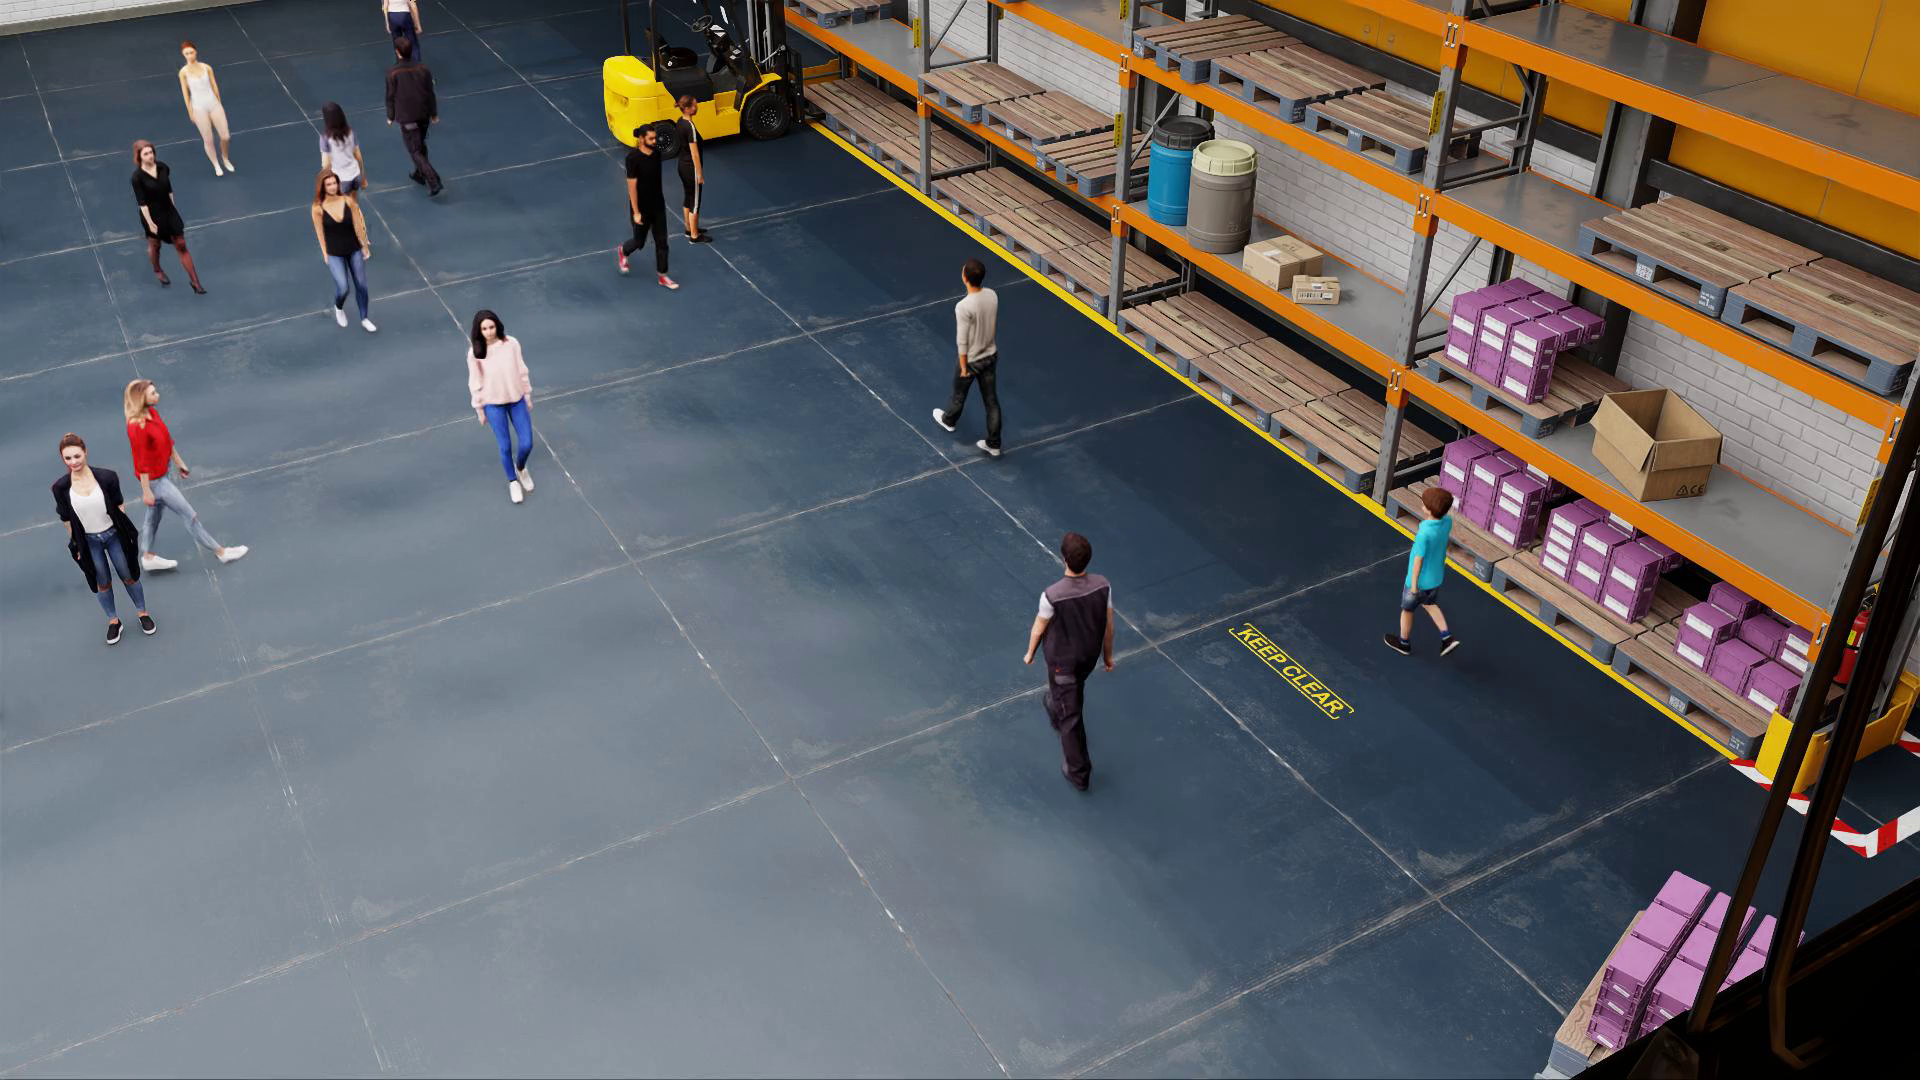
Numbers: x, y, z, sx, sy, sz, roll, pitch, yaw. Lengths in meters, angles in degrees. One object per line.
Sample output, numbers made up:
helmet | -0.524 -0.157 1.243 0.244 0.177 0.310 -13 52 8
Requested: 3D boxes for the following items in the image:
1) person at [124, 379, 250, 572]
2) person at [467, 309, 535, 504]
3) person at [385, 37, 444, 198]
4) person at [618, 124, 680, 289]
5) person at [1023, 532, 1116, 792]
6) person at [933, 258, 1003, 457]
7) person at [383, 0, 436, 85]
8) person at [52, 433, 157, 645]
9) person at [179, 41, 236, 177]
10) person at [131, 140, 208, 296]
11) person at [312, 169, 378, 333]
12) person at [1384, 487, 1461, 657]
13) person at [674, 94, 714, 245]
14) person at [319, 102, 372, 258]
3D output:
person | -6.289 -0.454 12.863 0.915 1.668 1.080 -6 34 -9
person | -3.804 -1.153 13.834 0.685 1.756 0.646 -14 36 -20
person | -6.347 -4.908 19.437 1.245 1.808 0.948 27 42 34
person | -3.320 -3.493 17.379 1.141 1.730 0.866 26 42 34
person | 0.779 0.832 10.798 0.728 1.812 1.117 -14 36 -20
person | 0.219 -1.545 14.411 0.755 1.772 1.108 -24 41 -32
person | -7.660 -7.068 22.787 0.786 1.697 0.783 -4 34 -6
person | -6.294 -0.023 12.199 0.635 1.684 0.565 -15 36 -21
person | -9.105 -5.204 20.044 0.578 1.628 0.562 -21 39 -28
person | -8.329 -3.332 17.213 1.169 1.646 0.901 21 39 28
person | -6.131 -2.876 16.470 0.636 1.709 0.721 -26 41 -33
person | 3.416 0.264 11.990 0.574 1.439 0.801 -24 40 -31
person | -2.979 -4.101 18.350 0.652 1.668 0.468 -15 36 -21
person | -6.567 -3.855 17.931 0.730 1.722 0.694 20 38 27
